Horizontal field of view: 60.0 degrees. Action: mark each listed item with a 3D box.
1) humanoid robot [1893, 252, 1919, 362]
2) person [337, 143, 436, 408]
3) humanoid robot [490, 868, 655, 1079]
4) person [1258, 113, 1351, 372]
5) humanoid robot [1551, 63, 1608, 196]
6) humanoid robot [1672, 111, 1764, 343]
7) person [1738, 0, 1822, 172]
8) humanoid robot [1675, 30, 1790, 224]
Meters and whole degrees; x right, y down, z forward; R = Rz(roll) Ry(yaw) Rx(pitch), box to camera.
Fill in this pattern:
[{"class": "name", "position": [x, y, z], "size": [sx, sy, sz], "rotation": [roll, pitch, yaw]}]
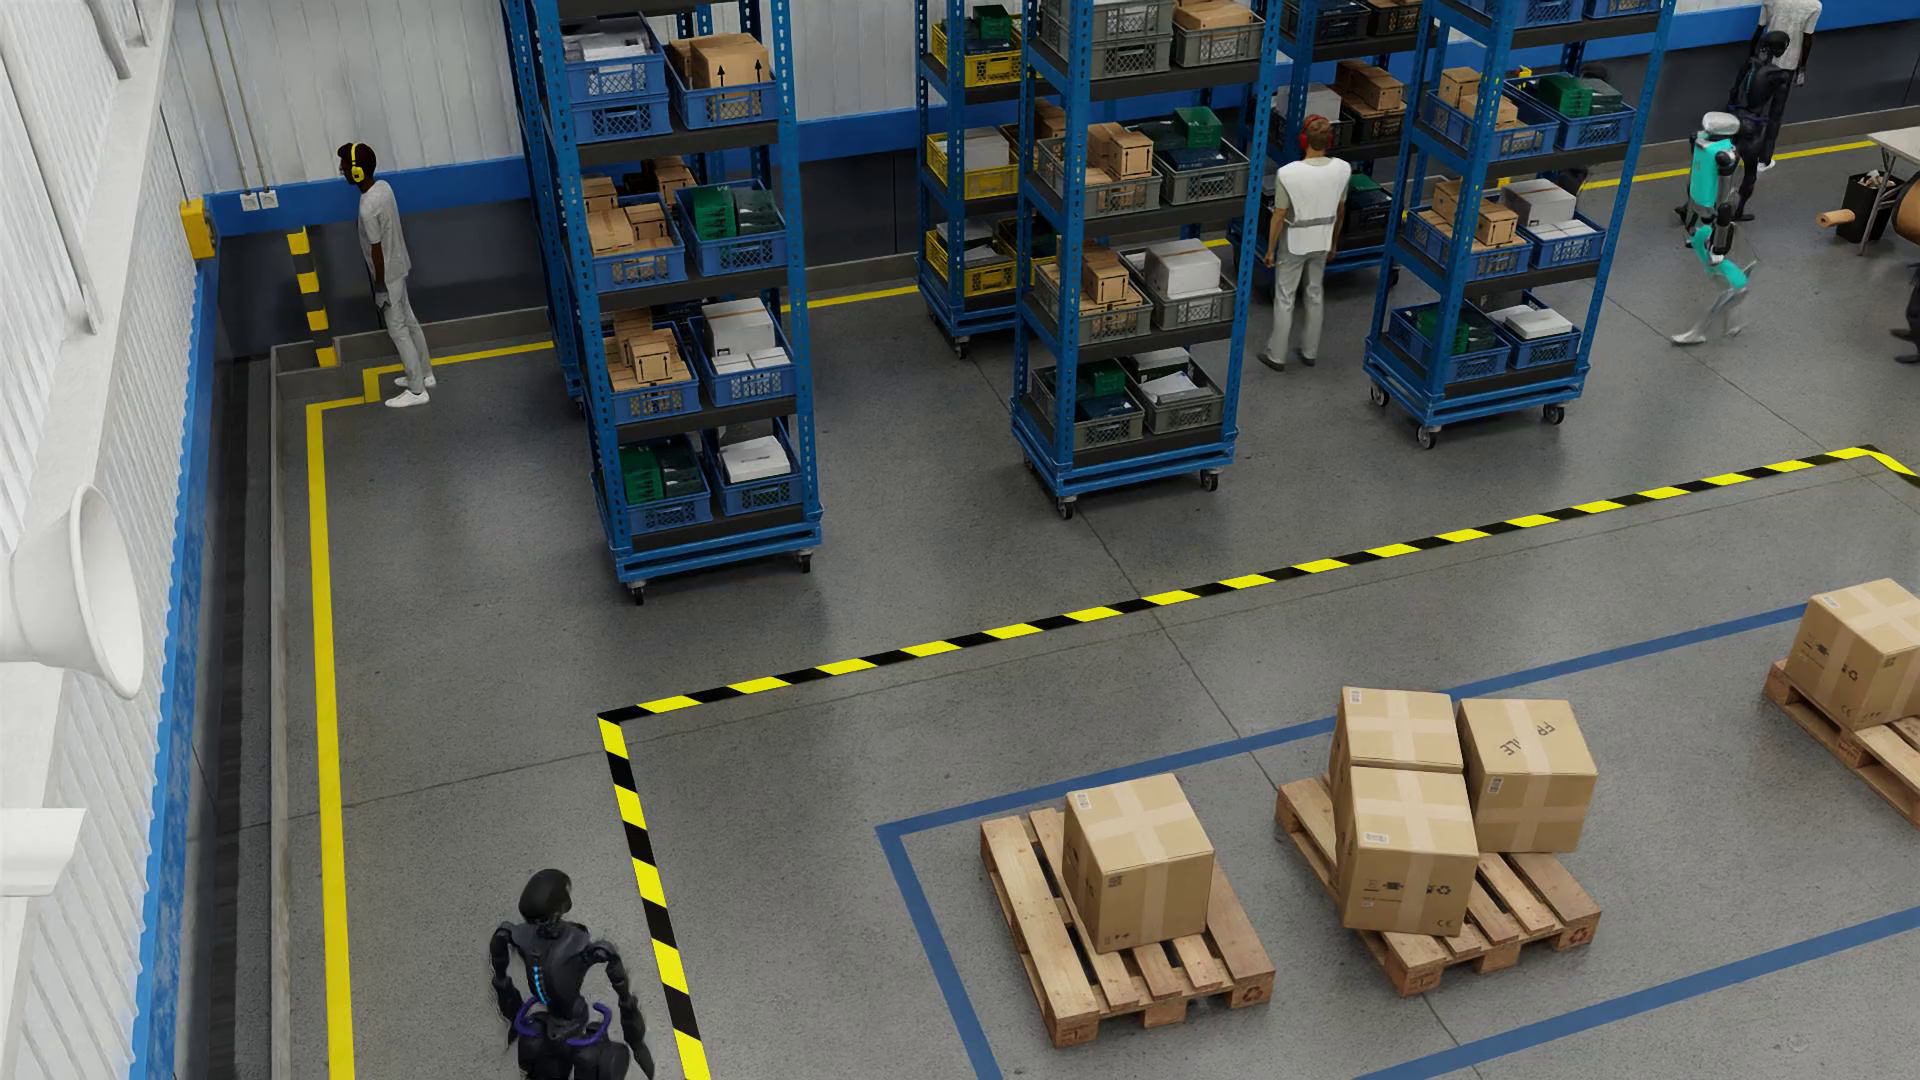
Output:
[{"class": "humanoid robot", "position": [6.941, -2.058, 11.760], "size": [0.374, 1.637, 0.637], "rotation": [21, 40, 27]}, {"class": "person", "position": [-3.859, -1.777, 11.197], "size": [0.321, 1.864, 0.513], "rotation": [-3, 35, -4]}, {"class": "humanoid robot", "position": [-1.447, 1.855, 6.190], "size": [0.599, 1.657, 0.315], "rotation": [8, 36, 12]}, {"class": "person", "position": [2.405, -2.039, 11.593], "size": [0.564, 1.834, 0.404], "rotation": [-11, 37, -15]}, {"class": "humanoid robot", "position": [4.796, -2.906, 13.018], "size": [0.791, 1.643, 0.608], "rotation": [23, 41, 29]}, {"class": "humanoid robot", "position": [5.519, -2.144, 11.898], "size": [0.855, 1.868, 0.555], "rotation": [-3, 35, -4]}, {"class": "person", "position": [7.162, -4.160, 14.579], "size": [0.512, 1.858, 0.333], "rotation": [27, 43, 33]}, {"class": "humanoid robot", "position": [6.377, -3.346, 13.622], "size": [0.740, 1.647, 0.601], "rotation": [-12, 37, -16]}]
